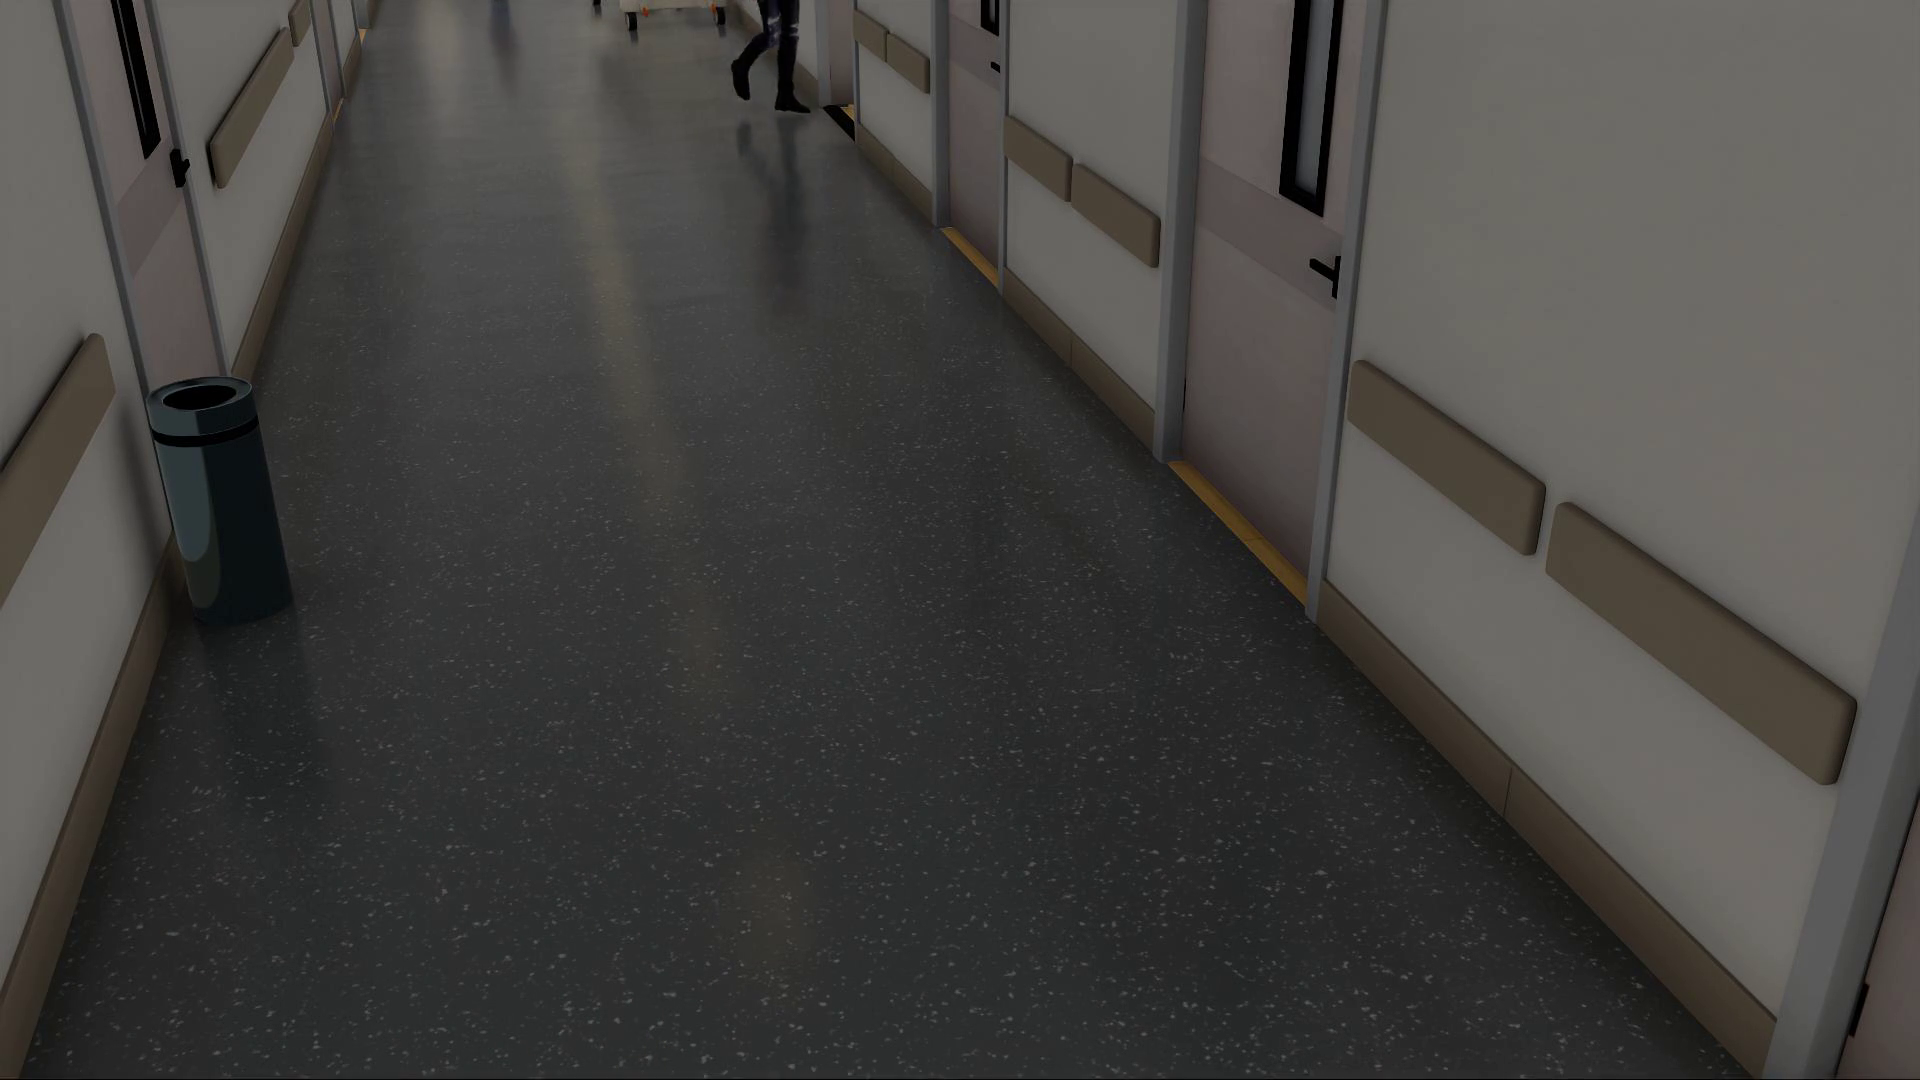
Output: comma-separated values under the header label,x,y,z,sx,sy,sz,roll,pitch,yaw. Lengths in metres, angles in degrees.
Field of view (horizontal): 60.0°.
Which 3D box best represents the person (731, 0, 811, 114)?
label,x,y,z,sx,sy,sz,roll,pitch,yaw
person,-1.389,-4.036,11.941,1.059,1.883,1.025,19,32,34
